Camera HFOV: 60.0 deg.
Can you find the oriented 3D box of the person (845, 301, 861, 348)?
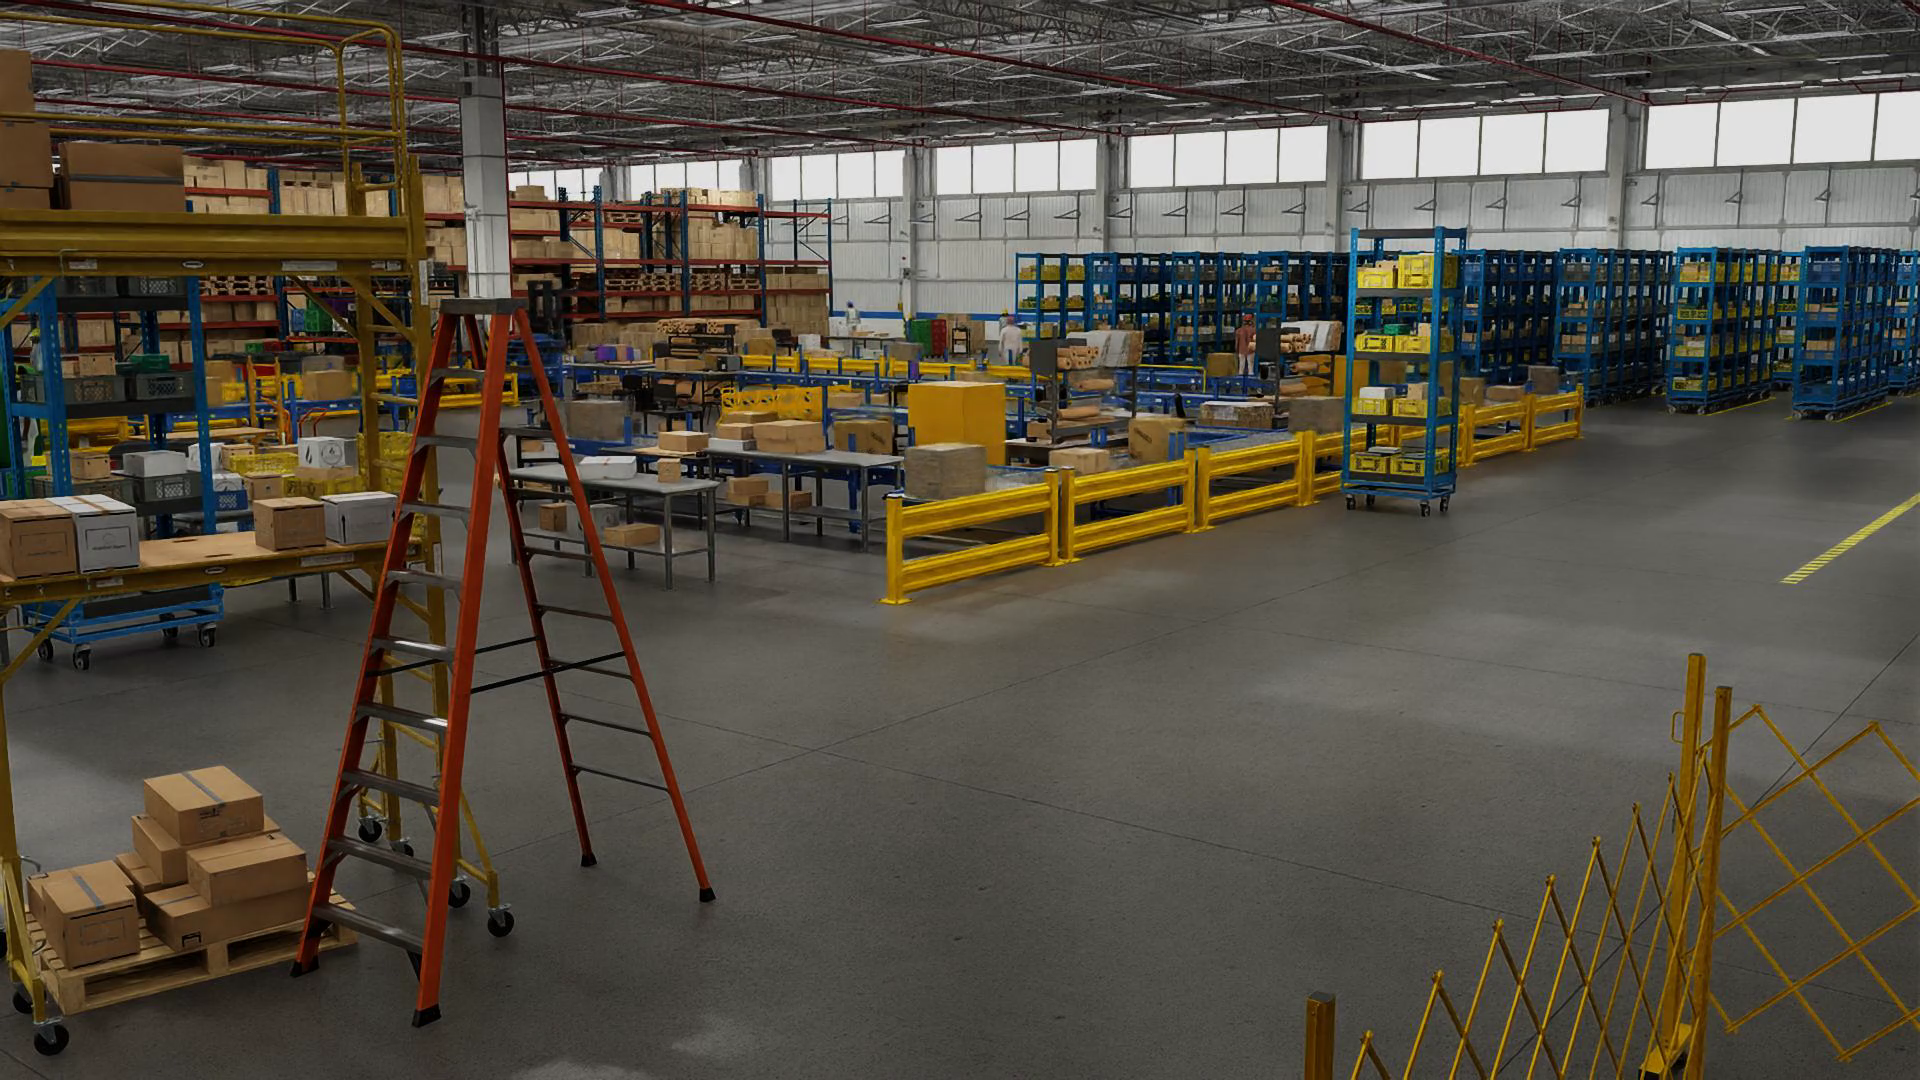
[{"bbox_3d":[-4.383,-8.810,68.098,0.676,1.897,0.642,-1,9,-7],"label":"person"}]

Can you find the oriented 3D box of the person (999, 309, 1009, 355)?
[{"bbox_3d":[1.690,-7.715,61.754,0.480,1.734,0.333,1,9,8],"label":"person"}]

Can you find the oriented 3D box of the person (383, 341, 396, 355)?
[{"bbox_3d":[-16.157,-5.328,47.259,0.779,1.601,0.515,-7,11,-37],"label":"person"}]

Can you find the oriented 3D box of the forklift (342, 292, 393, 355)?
[{"bbox_3d":[-16.485,-5.622,45.120,1.129,2.768,1.873,7,11,37],"label":"forklift"}]

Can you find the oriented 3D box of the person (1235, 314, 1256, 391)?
[{"bbox_3d":[7.446,-4.861,43.122,0.622,1.994,0.381,4,10,22],"label":"person"}]

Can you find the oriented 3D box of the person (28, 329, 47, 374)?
[{"bbox_3d":[-20.825,-3.859,37.493,0.613,1.785,0.900,7,12,38],"label":"person"}]

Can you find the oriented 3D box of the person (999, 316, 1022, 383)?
[{"bbox_3d":[1.412,-5.221,45.793,0.653,1.870,0.969,-5,10,-28],"label":"person"}]

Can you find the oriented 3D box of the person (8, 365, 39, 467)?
[{"bbox_3d":[-11.996,-1.305,21.315,0.326,1.874,0.518,-4,10,-26],"label":"person"}]

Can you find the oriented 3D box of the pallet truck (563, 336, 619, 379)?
[{"bbox_3d":[-10.690,-5.294,48.215,1.601,1.201,0.680,-5,10,-26],"label":"pallet truck"}]

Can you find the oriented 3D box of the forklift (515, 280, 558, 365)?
[{"bbox_3d":[-13.522,-6.975,53.564,1.129,2.768,1.873,7,11,37],"label":"forklift"}]

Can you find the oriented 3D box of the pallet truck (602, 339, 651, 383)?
[{"bbox_3d":[-8.991,-4.871,45.351,0.653,1.274,1.630,7,11,37],"label":"pallet truck"}]

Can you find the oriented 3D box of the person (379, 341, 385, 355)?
[{"bbox_3d":[-14.679,-4.565,42.251,0.675,1.677,0.533,-2,9,-12],"label":"person"}]
